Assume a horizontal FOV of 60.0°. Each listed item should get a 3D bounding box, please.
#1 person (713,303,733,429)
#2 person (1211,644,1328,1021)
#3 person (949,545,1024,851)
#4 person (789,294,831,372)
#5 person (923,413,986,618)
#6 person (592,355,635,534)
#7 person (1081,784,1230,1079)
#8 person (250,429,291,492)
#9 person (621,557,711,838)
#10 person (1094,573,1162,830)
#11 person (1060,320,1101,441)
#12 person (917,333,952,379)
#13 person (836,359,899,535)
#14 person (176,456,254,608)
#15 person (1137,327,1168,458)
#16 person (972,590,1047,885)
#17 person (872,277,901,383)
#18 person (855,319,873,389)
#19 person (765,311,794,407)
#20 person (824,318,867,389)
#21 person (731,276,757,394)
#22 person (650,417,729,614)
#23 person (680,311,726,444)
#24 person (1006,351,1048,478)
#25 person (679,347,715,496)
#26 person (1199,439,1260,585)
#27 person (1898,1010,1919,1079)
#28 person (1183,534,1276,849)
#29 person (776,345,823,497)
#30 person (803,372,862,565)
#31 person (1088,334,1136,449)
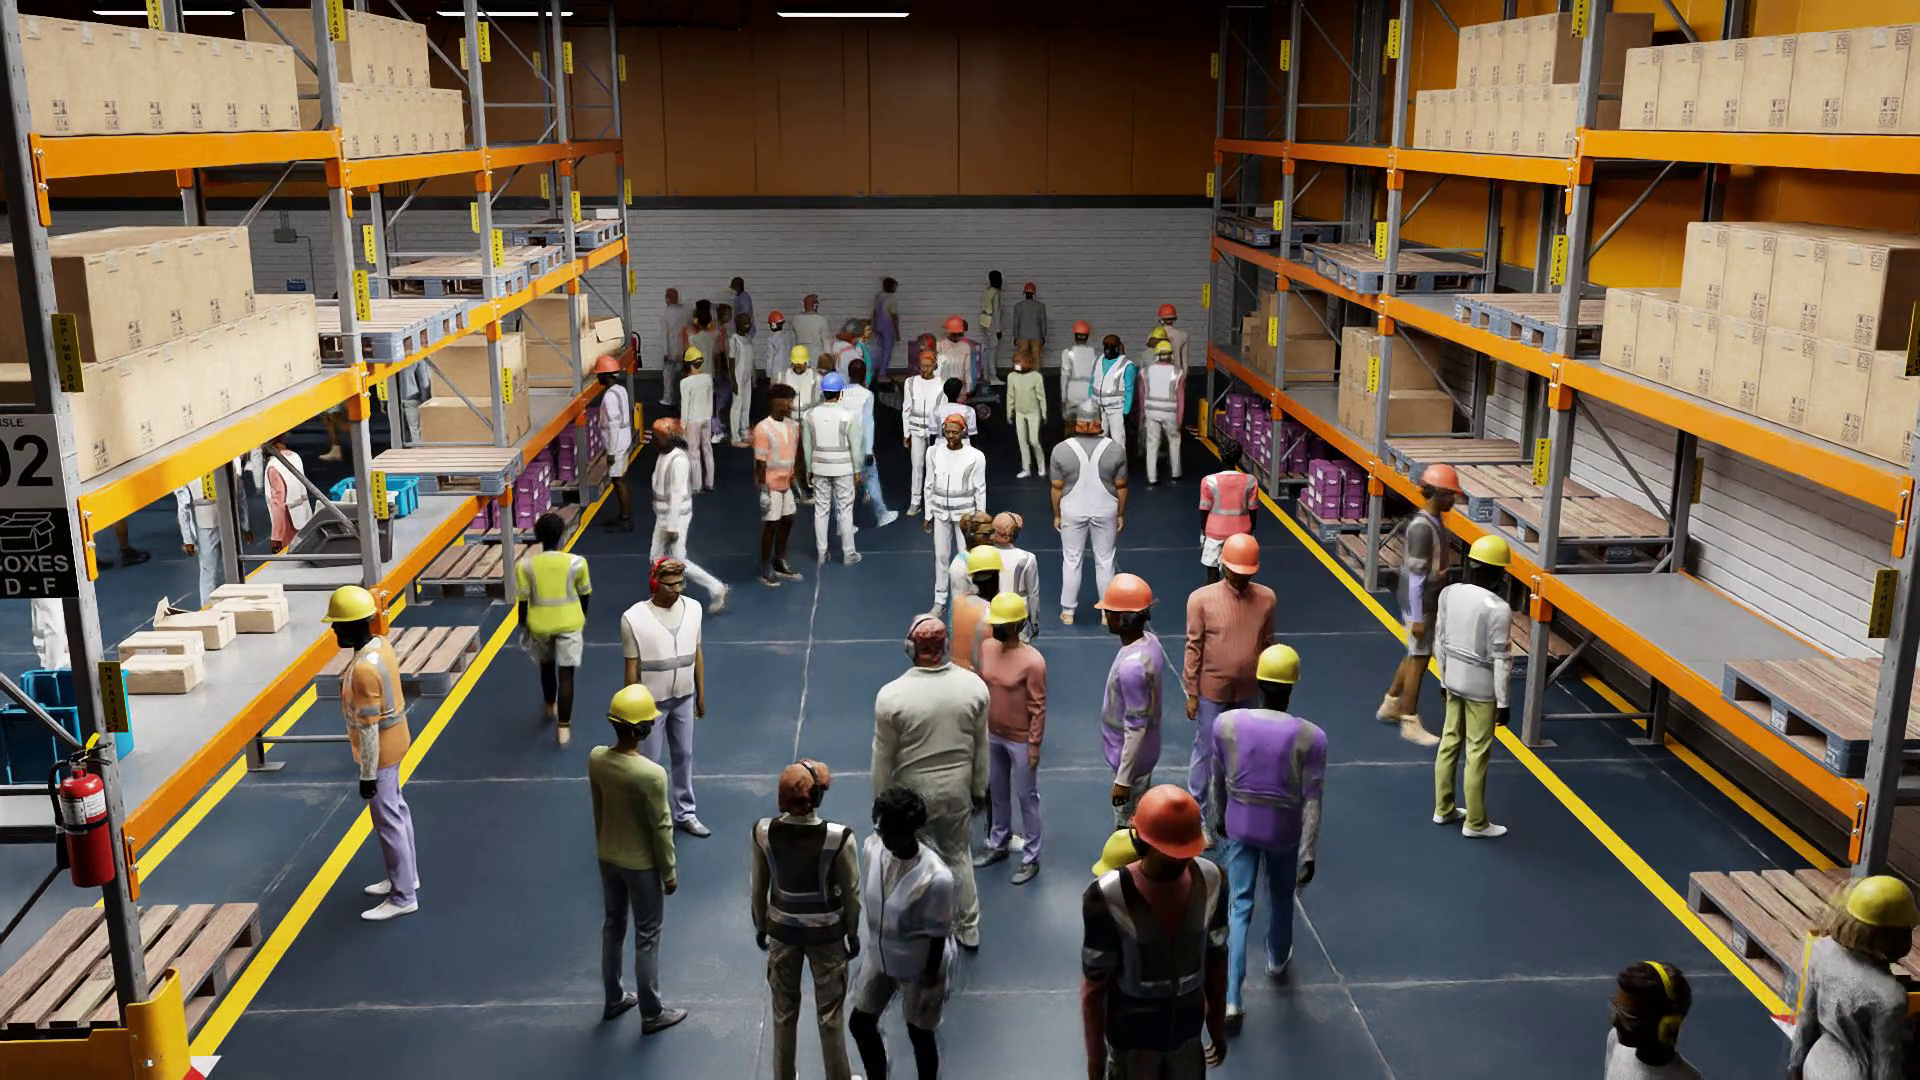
[{"bbox_3d":[-3.469,-2.493,23.964,0.466,1.810,0.545,0,14,2],"label":"person"},{"bbox_3d":[1.528,1.447,8.359,0.584,1.888,0.971,5,15,18],"label":"person"},{"bbox_3d":[0.153,0.981,10.145,0.409,1.903,0.714,-7,16,-27],"label":"person"},{"bbox_3d":[-2.160,-2.648,24.380,0.652,1.906,0.409,6,16,23],"label":"person"},{"bbox_3d":[-0.049,-0.209,14.880,0.581,1.879,0.365,6,15,21],"label":"person"},{"bbox_3d":[-3.752,-1.034,17.987,0.378,1.932,0.551,0,14,1],"label":"person"},{"bbox_3d":[0.760,1.880,6.371,0.609,2.032,0.410,-5,15,-19],"label":"person"},{"bbox_3d":[-8.319,-1.398,19.858,0.636,1.720,0.703,-3,15,-13],"label":"person"},{"bbox_3d":[-1.820,0.985,10.266,0.561,1.836,0.395,-13,19,-41],"label":"person"},{"bbox_3d":[0.904,1.176,9.097,0.384,2.041,0.615,3,15,12],"label":"person"},{"bbox_3d":[1.531,-1.870,21.376,0.572,1.879,0.986,-3,15,-11],"label":"person"},{"bbox_3d":[-0.286,-1.692,20.831,0.433,1.811,0.603,-9,17,-31],"label":"person"},{"bbox_3d":[-1.065,-1.029,18.087,0.611,1.870,0.953,11,18,36],"label":"person"},{"bbox_3d":[-6.436,-0.095,14.367,0.404,1.908,0.596,11,18,36],"label":"person"},{"bbox_3d":[2.586,-1.955,22.011,0.493,1.732,0.324,11,18,36],"label":"person"},{"bbox_3d":[0.284,1.145,9.776,0.319,1.767,0.526,-14,20,-43],"label":"person"},{"bbox_3d":[-1.252,-3.529,28.055,0.389,1.805,0.624,-12,18,-39],"label":"person"},{"bbox_3d":[-1.331,-1.996,21.945,0.372,1.843,0.570,-1,14,-4],"label":"person"},{"bbox_3d":[-2.594,-2.379,23.654,0.343,1.744,0.560,8,16,28],"label":"person"},{"bbox_3d":[-1.437,-1.777,20.696,0.621,2.000,0.731,-11,18,-37],"label":"person"},{"bbox_3d":[-3.517,-3.329,27.048,0.390,1.920,0.660,-3,15,-11],"label":"person"},{"bbox_3d":[-2.512,-0.187,14.798,0.752,1.861,0.582,-8,16,-29],"label":"person"},{"bbox_3d":[-3.578,-2.246,22.979,0.765,1.817,0.564,8,16,28],"label":"person"},{"bbox_3d":[0.831,-1.563,20.731,0.531,1.606,0.426,8,16,29],"label":"person"},{"bbox_3d":[-3.144,-1.409,19.798,0.314,1.768,0.526,9,17,32],"label":"person"},{"bbox_3d":[2.353,-0.048,14.609,0.535,1.691,0.317,-1,14,-3],"label":"person"},{"bbox_3d":[3.058,2.320,5.357,0.537,1.666,0.803,-3,15,-11],"label":"person"},{"bbox_3d":[1.665,0.918,10.226,0.610,1.985,0.392,-4,15,-17],"label":"person"},{"bbox_3d":[-1.891,-1.407,19.677,0.588,1.823,0.403,-1,14,-4],"label":"person"},{"bbox_3d":[-1.268,-0.708,16.681,0.602,1.949,0.393,4,15,15],"label":"person"},{"bbox_3d":[1.834,-1.609,20.433,0.627,1.844,0.429,10,18,35],"label":"person"}]
